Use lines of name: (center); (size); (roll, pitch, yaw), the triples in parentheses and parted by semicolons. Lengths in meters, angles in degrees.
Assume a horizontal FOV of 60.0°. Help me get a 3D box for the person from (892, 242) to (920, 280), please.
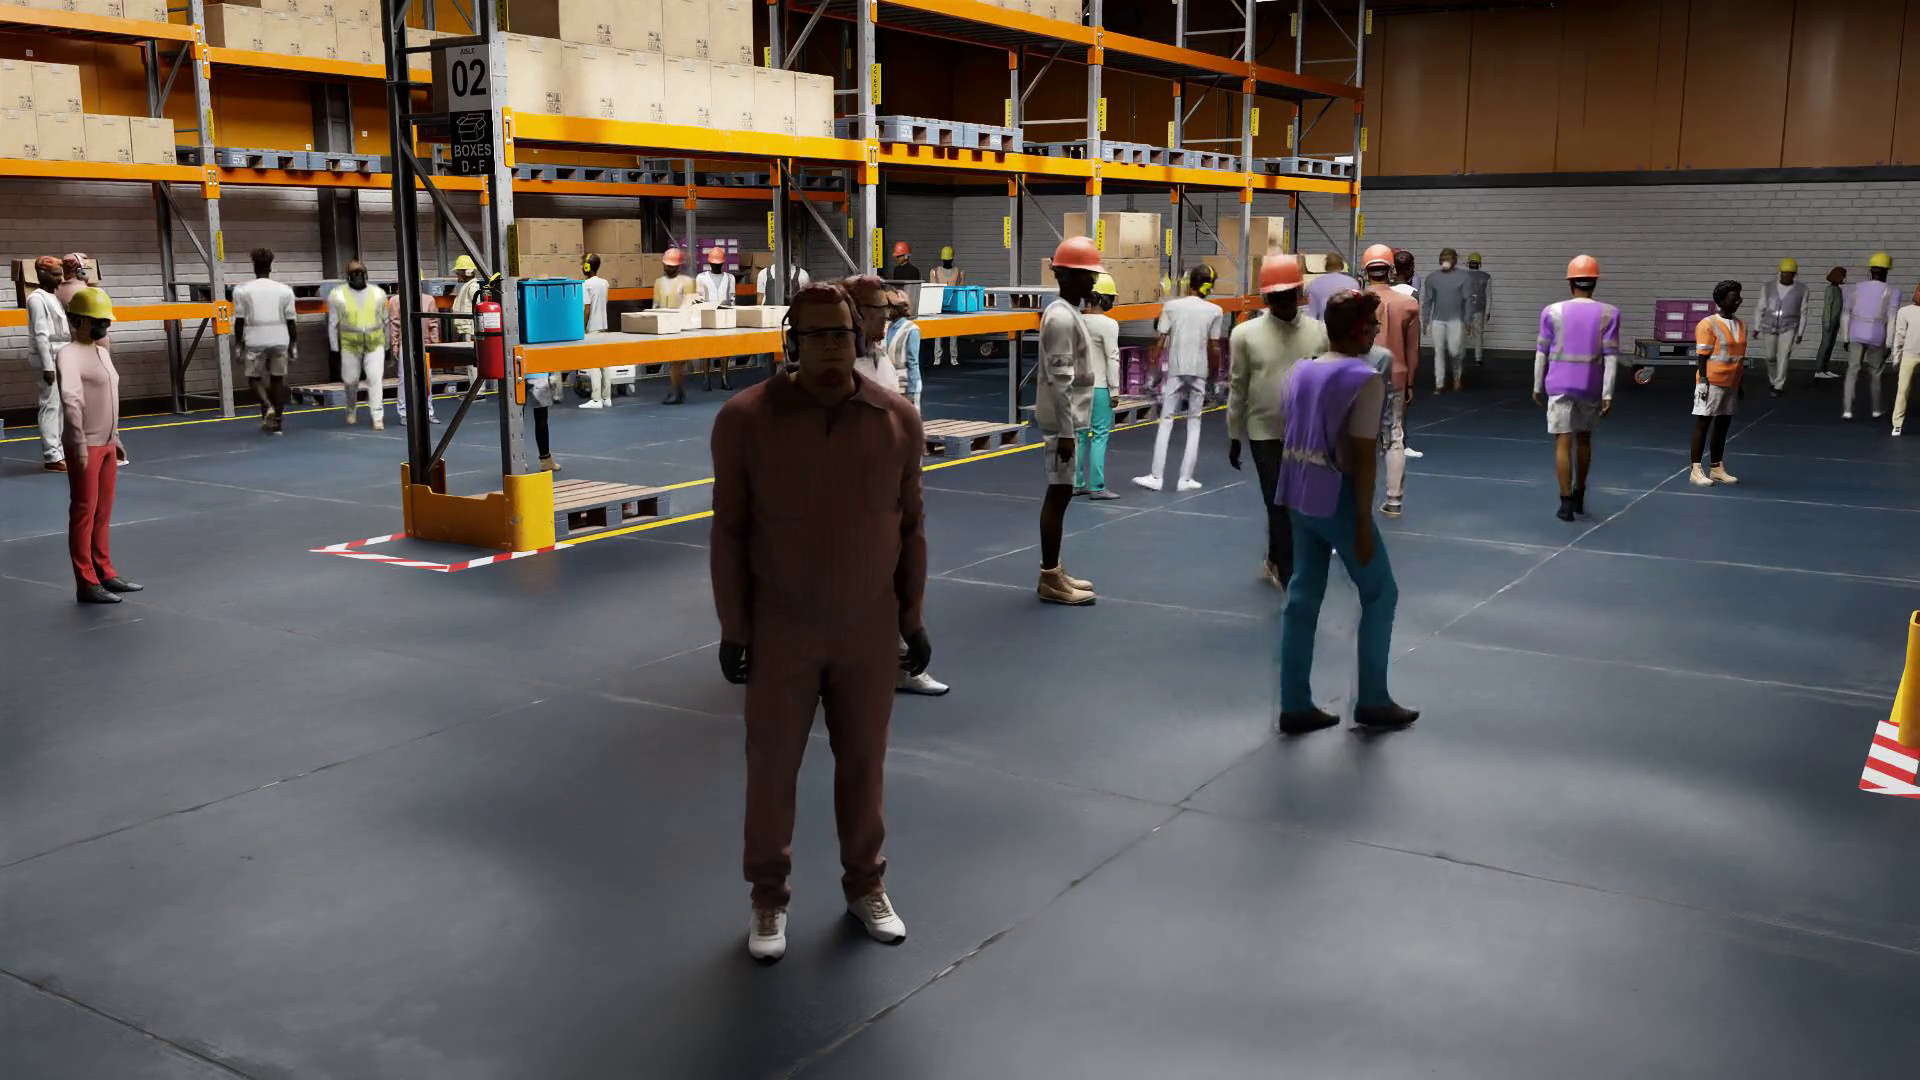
person: (-0.841, -3.477, 25.105); (0.509, 1.995, 0.630); (-9, 13, -40)

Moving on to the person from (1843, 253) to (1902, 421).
person: (10.227, -2.277, 18.711); (0.608, 1.872, 0.992); (10, 14, 43)

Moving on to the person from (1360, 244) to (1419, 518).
person: (3.016, -1.141, 12.098); (0.612, 1.987, 0.399); (-2, 10, -9)

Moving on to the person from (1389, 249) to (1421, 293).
person: (5.764, -2.905, 22.097); (0.642, 1.909, 0.410); (4, 11, 19)

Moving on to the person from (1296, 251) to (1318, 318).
person: (5.329, -3.574, 25.974); (0.478, 1.866, 0.707); (-8, 13, -36)

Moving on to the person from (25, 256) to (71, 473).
person: (-7.921, -1.528, 14.526); (0.355, 1.886, 0.572); (-3, 11, -16)

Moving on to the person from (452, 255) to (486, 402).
person: (-6.143, -2.638, 20.830); (0.404, 1.829, 0.600); (-5, 11, -26)

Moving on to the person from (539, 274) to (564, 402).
person: (-5.079, -2.457, 20.441); (0.536, 1.597, 0.805); (-1, 10, -6)

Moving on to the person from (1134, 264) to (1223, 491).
person: (1.793, -1.308, 13.474); (0.640, 1.829, 0.452); (2, 10, 9)

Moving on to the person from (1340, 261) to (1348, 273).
person: (5.893, -3.444, 25.665); (0.787, 1.690, 0.490); (-2, 10, -9)

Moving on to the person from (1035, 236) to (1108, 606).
person: (0.617, -0.663, 9.305); (0.394, 2.040, 0.610); (1, 10, 5)

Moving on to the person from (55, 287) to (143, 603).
person: (-4.854, -0.532, 9.361); (0.327, 1.761, 0.522); (-1, 10, -4)

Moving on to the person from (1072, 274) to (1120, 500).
person: (1.078, -1.194, 13.038); (0.343, 1.759, 0.528); (-7, 12, -33)

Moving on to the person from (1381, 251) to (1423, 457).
person: (4.078, -1.729, 15.547); (0.392, 1.920, 0.593); (-5, 11, -26)

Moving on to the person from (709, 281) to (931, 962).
person: (-0.382, 0.230, 4.723); (0.636, 1.911, 0.405); (-3, 11, -19)

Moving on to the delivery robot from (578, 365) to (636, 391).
delivery robot: (-4.533, -2.146, 21.369); (0.707, 0.478, 0.477); (-10, 14, -41)

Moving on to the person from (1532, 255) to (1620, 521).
person: (4.504, -1.124, 12.226); (0.547, 1.902, 0.840); (2, 10, 12)

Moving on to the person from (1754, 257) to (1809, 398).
person: (10.691, -2.774, 21.655); (0.592, 1.807, 0.832); (7, 13, 36)

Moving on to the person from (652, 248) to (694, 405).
person: (-3.533, -2.591, 20.327); (0.632, 1.913, 0.542); (5, 12, 28)

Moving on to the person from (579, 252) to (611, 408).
person: (-4.427, -2.526, 20.089); (0.328, 1.877, 0.509); (4, 11, 21)

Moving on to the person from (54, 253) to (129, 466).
person: (-7.797, -1.593, 14.827); (0.637, 1.911, 0.406); (4, 11, 22)

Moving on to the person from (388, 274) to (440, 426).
person: (-5.956, -2.119, 18.175); (0.528, 1.758, 0.368); (-8, 13, -39)

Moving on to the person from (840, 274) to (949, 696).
person: (-0.504, -0.245, 7.435); (0.880, 1.880, 0.643); (7, 12, 33)

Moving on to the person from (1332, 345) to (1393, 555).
person: (2.513, -0.700, 10.686); (0.523, 1.615, 0.359); (3, 11, 14)

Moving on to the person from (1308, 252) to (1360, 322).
person: (4.498, -2.532, 20.117); (0.637, 1.887, 1.063); (8, 13, 39)

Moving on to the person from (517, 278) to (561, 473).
person: (-3.759, -1.423, 14.469); (0.535, 1.697, 0.322); (2, 10, 12)

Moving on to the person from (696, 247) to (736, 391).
person: (-3.266, -2.962, 22.358); (0.542, 1.927, 0.380); (-4, 11, -20)

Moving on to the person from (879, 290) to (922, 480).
person: (-0.472, -1.183, 13.335); (0.313, 1.632, 0.519); (-8, 13, -36)

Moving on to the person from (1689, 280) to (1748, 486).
person: (6.288, -1.294, 13.757); (0.532, 1.696, 0.318); (-5, 11, -26)

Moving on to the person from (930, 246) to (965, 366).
person: (-0.205, -3.772, 26.872); (0.585, 1.918, 0.379); (-1, 10, -3)

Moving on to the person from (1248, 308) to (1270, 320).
person: (4.731, -3.660, 26.047); (0.626, 1.990, 0.960); (7, 13, 35)

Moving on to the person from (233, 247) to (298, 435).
person: (-7.150, -2.036, 17.162); (0.627, 1.945, 0.507); (-6, 12, -32)

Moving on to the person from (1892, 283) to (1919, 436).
person: (9.884, -1.867, 17.135); (0.493, 1.627, 0.284); (5, 11, 24)

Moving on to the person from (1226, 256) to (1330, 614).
person: (1.823, -0.613, 9.332); (0.657, 1.939, 1.028); (-1, 10, -4)

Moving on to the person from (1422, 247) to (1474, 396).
person: (6.336, -2.835, 21.659); (0.646, 1.925, 0.451); (7, 12, 33)

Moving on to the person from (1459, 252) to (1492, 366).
person: (8.246, -3.711, 26.780); (0.600, 1.827, 0.404); (4, 11, 19)

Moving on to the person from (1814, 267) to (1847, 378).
person: (12.839, -3.195, 24.490); (0.266, 1.628, 0.501); (10, 14, 43)

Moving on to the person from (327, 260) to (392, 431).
person: (-6.445, -2.100, 17.892); (0.644, 1.817, 0.786); (-5, 11, -25)

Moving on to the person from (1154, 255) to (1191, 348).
person: (2.992, -3.056, 23.122); (0.631, 1.839, 0.428); (3, 11, 15)

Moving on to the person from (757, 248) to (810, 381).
person: (-2.217, -2.760, 20.924); (0.676, 2.000, 0.536); (-1, 10, -5)

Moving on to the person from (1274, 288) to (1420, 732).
person: (1.636, -0.114, 6.852); (0.736, 1.819, 0.606); (-5, 11, -24)
